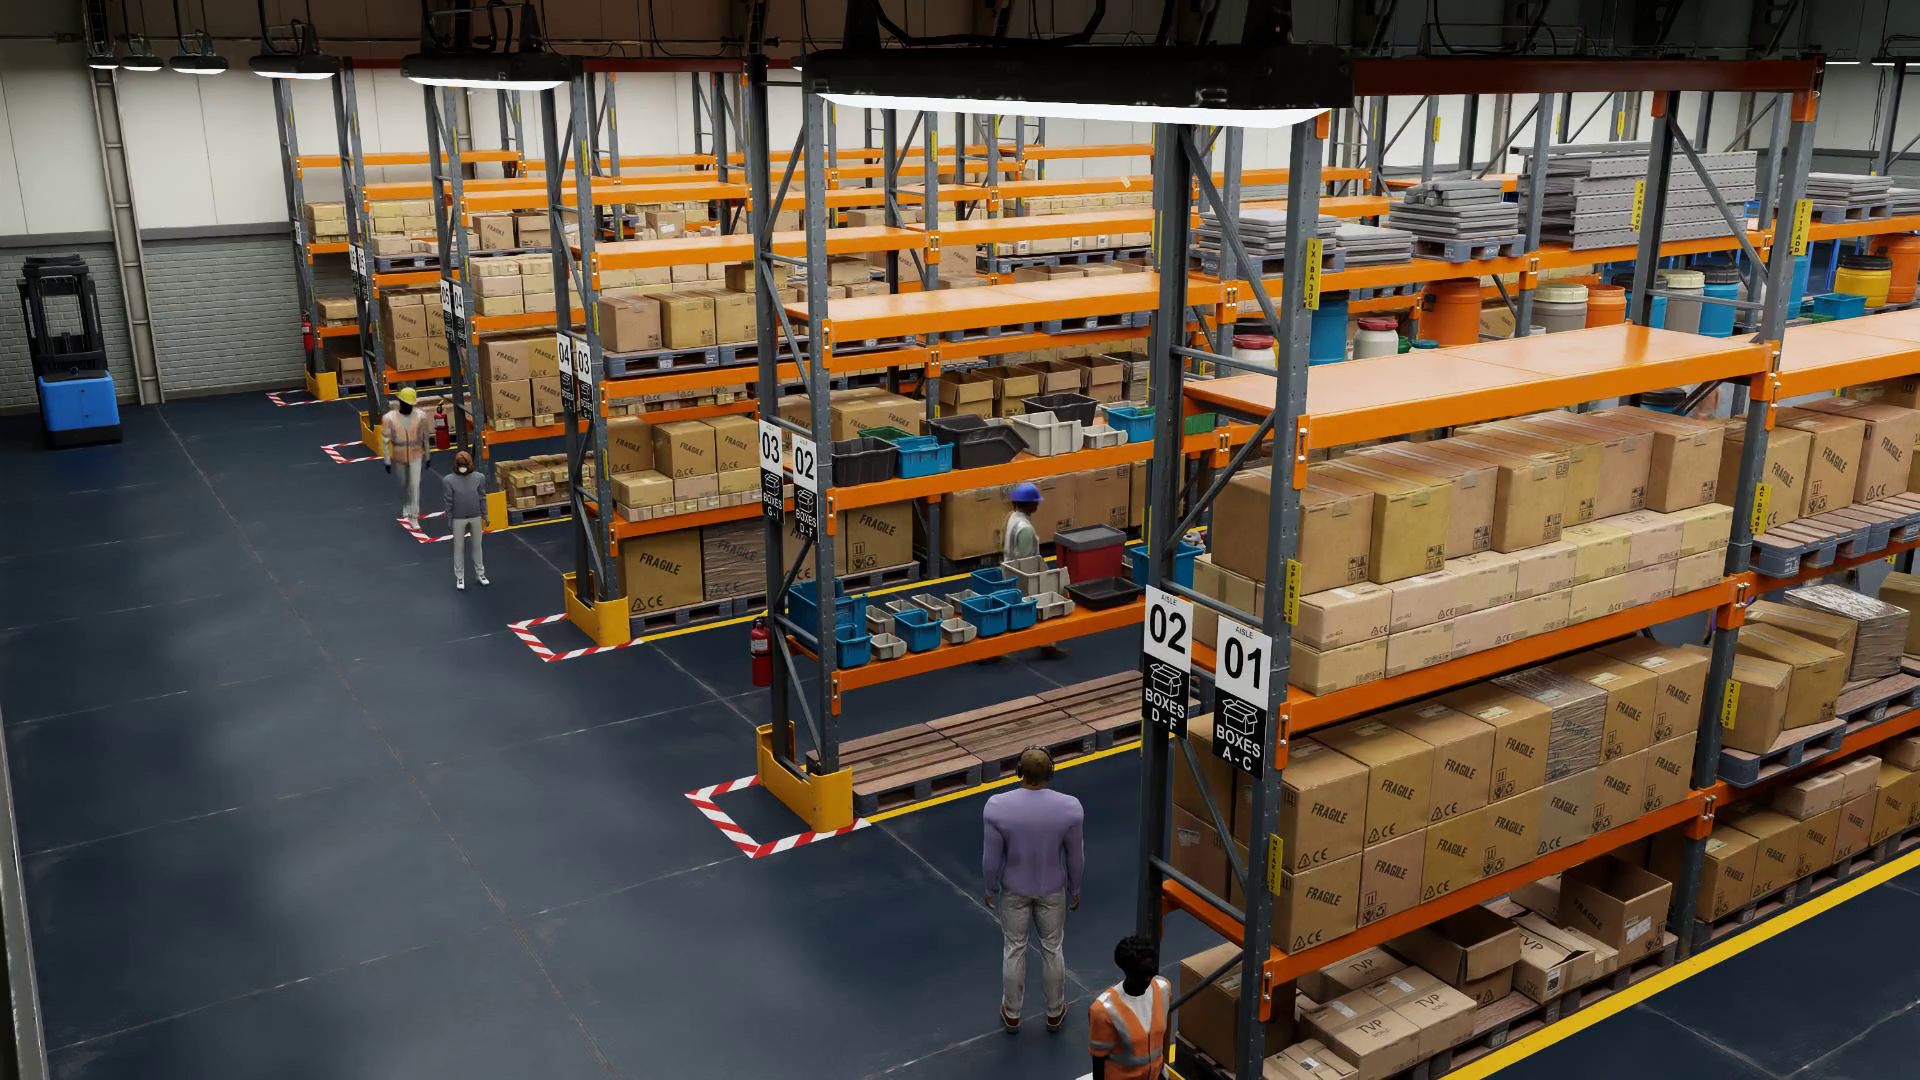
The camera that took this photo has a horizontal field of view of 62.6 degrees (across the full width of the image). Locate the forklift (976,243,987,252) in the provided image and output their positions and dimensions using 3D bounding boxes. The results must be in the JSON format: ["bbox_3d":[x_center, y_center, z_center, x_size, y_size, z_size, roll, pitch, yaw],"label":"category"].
[{"bbox_3d":[0.988,-5.474,34.718,1.214,2.155,2.313,-10,20,-31],"label":"forklift"}]

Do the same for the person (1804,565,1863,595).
[{"bbox_3d":[9.468,0.162,16.893,1.016,1.755,0.625,-5,18,-17],"label":"person"}]

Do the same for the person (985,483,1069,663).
[{"bbox_3d":[0.604,0.340,16.084,0.983,1.904,0.628,-1,17,-2],"label":"person"}]

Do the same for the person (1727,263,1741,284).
[{"bbox_3d":[16.443,-5.037,33.828,0.464,1.828,0.555,-10,19,-29],"label":"person"}]

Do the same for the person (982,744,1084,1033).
[{"bbox_3d":[0.459,2.191,9.946,0.637,1.938,0.355,0,17,0],"label":"person"}]

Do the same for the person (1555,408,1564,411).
[{"bbox_3d":[10.031,-3.004,27.131,0.943,1.839,0.584,6,18,19],"label":"person"}]

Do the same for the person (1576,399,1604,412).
[{"bbox_3d":[10.428,-2.721,26.098,0.658,1.909,0.473,-5,18,-17],"label":"person"}]

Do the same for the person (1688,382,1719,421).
[{"bbox_3d":[11.097,-1.769,23.467,0.549,1.617,0.518,-8,19,-26],"label":"person"}]

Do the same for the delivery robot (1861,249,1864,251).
[{"bbox_3d":[27.923,-8.933,48.230,0.335,0.223,0.698,-5,18,-16],"label":"delivery robot"}]

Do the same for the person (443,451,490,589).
[{"bbox_3d":[-5.763,-0.249,18.460,0.498,1.633,0.278,-10,20,-30],"label":"person"}]

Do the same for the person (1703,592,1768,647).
[{"bbox_3d":[7.032,0.889,14.367,0.394,1.846,0.564,-6,18,-18],"label":"person"}]

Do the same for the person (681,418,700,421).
[{"bbox_3d":[-4.121,-2.072,24.073,0.868,1.858,0.581,-12,21,-35],"label":"person"}]

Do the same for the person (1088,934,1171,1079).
[{"bbox_3d":[0.888,2.823,8.279,0.536,1.696,0.322,-12,21,-34],"label":"person"}]

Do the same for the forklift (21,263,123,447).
[{"bbox_3d":[-14.518,-3.079,25.708,1.129,2.768,1.873,-10,20,-31],"label":"forklift"}]

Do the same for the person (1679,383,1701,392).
[{"bbox_3d":[12.755,-3.113,27.335,1.019,1.944,0.623,-14,22,-38],"label":"person"}]

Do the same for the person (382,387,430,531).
[{"bbox_3d":[-7.350,-1.142,21.001,0.596,1.874,0.969,-6,18,-19],"label":"person"}]
